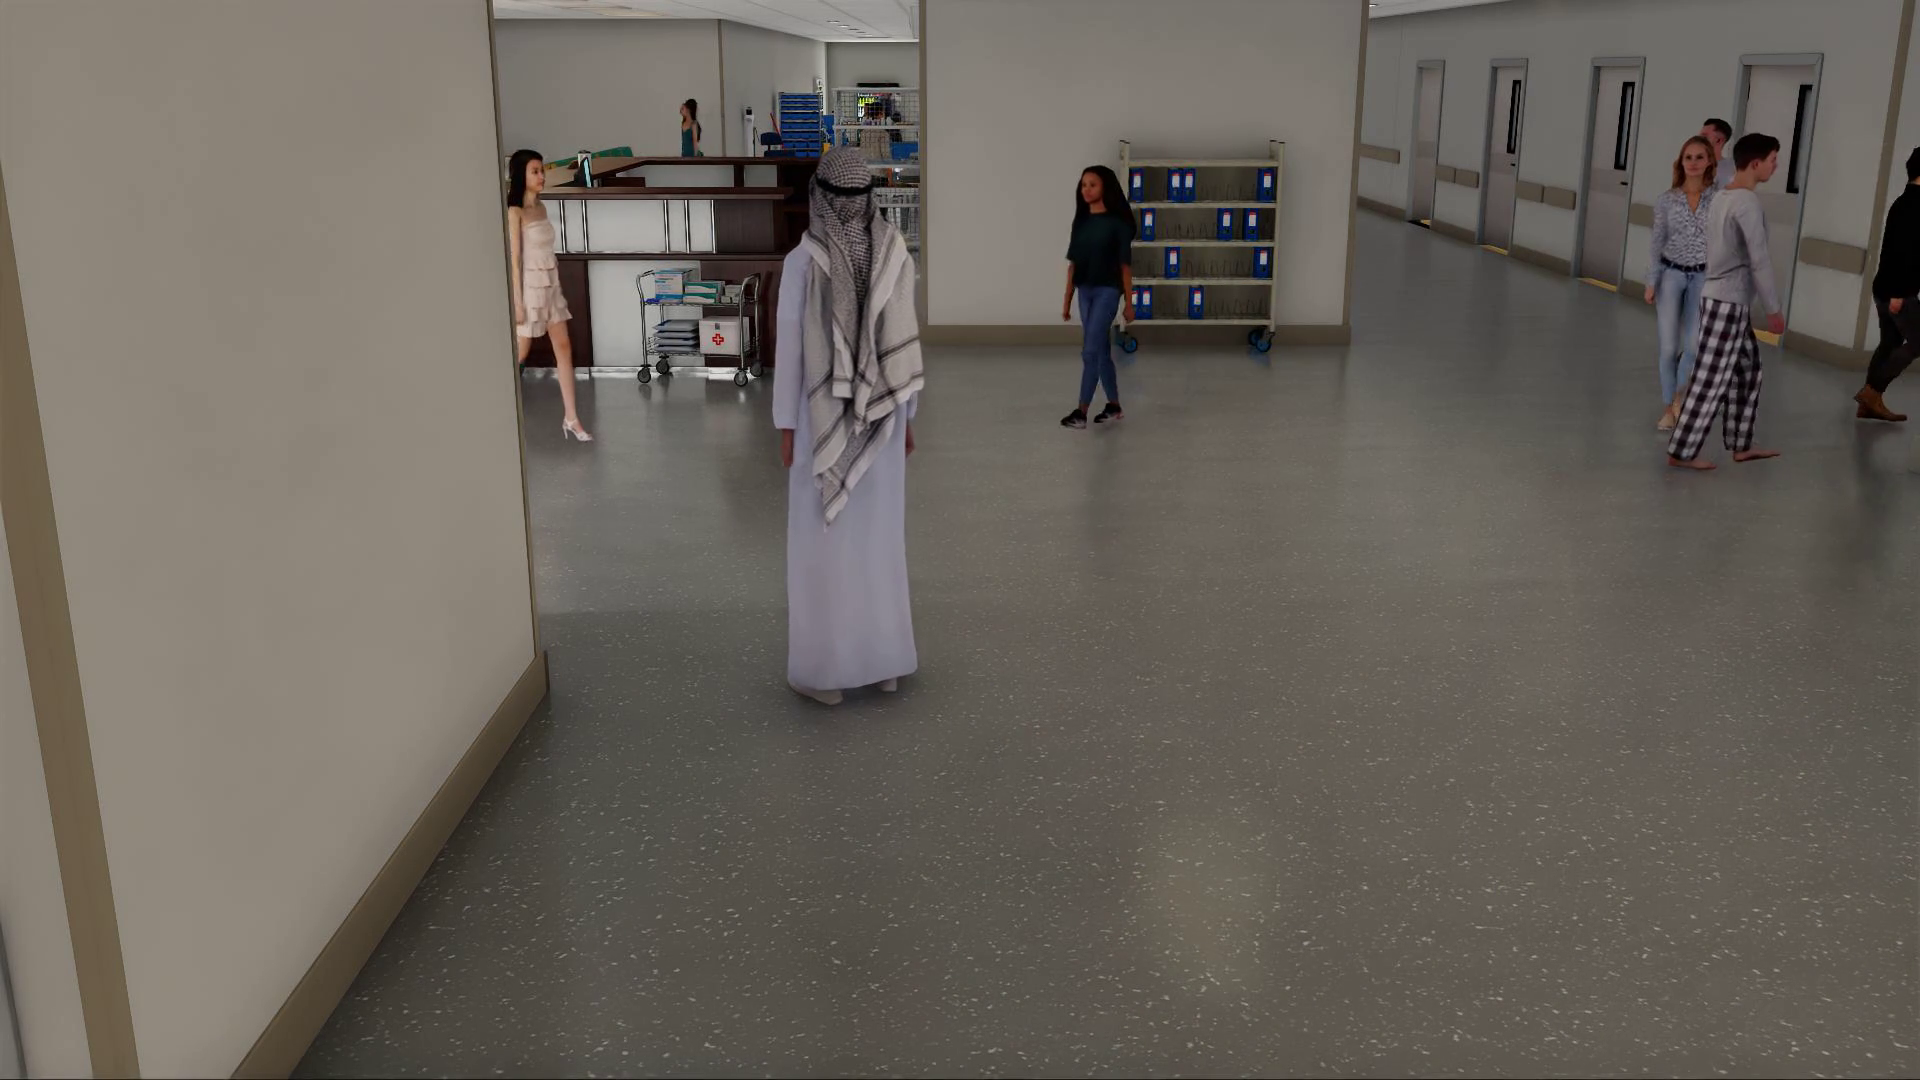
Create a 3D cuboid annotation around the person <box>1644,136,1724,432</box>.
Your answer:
[{"bbox_3d":[4.460,-1.565,10.225,0.695,1.786,0.779,7,17,23],"label":"person"}]

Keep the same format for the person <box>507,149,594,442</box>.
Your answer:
[{"bbox_3d":[-2.597,-1.399,9.796,1.125,1.700,0.790,5,17,18],"label":"person"}]

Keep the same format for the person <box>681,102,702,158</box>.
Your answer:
[{"bbox_3d":[-4.237,-6.118,26.583,0.799,1.673,0.756,-15,22,-43],"label":"person"}]

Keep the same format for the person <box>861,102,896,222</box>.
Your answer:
[{"bbox_3d":[-1.023,-4.381,20.169,0.718,1.811,0.781,15,22,42],"label":"person"}]

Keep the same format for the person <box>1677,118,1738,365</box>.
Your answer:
[{"bbox_3d":[5.544,-2.189,12.346,0.581,1.836,0.697,-2,16,-8],"label":"person"}]

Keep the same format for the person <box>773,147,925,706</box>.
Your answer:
[{"bbox_3d":[-0.381,-0.384,5.787,0.751,1.922,0.852,-9,18,-28],"label":"person"}]

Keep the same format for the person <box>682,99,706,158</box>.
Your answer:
[{"bbox_3d":[-4.476,-6.298,27.158,0.918,1.707,0.793,-5,16,-16],"label":"person"}]

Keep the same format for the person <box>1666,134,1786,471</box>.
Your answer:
[{"bbox_3d":[4.128,-1.277,9.117,0.904,1.833,0.703,2,16,8],"label":"person"}]

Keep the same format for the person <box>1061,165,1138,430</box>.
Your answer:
[{"bbox_3d":[0.918,-1.502,10.351,0.927,1.596,0.985,15,22,43],"label":"person"}]

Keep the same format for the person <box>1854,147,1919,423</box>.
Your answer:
[{"bbox_3d":[5.836,-1.594,10.474,0.725,1.707,0.746,7,17,25],"label":"person"}]

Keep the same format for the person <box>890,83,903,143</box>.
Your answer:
[{"bbox_3d":[-1.748,-11.395,44.940,0.734,1.868,0.712,9,18,29],"label":"person"}]

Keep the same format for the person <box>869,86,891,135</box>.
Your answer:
[{"bbox_3d":[-1.778,-9.118,36.951,0.992,1.822,0.787,2,16,7],"label":"person"}]
